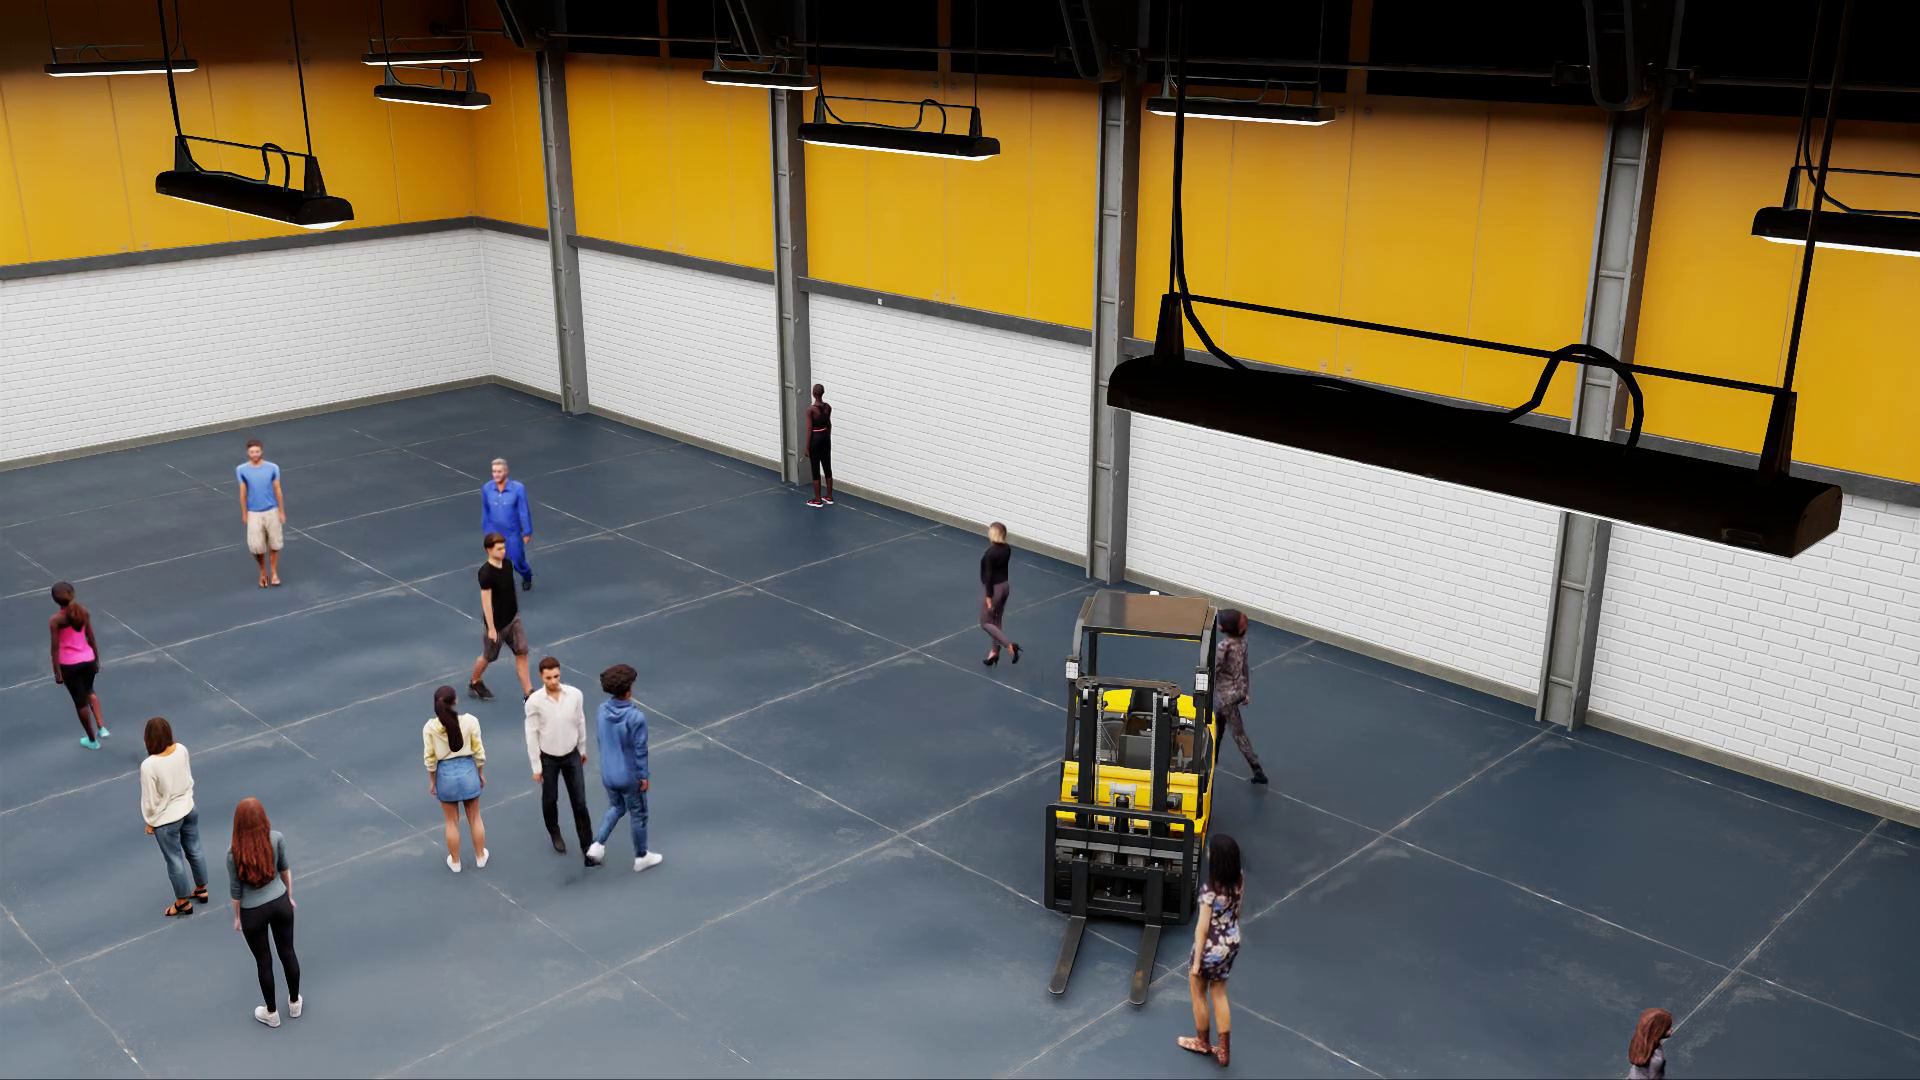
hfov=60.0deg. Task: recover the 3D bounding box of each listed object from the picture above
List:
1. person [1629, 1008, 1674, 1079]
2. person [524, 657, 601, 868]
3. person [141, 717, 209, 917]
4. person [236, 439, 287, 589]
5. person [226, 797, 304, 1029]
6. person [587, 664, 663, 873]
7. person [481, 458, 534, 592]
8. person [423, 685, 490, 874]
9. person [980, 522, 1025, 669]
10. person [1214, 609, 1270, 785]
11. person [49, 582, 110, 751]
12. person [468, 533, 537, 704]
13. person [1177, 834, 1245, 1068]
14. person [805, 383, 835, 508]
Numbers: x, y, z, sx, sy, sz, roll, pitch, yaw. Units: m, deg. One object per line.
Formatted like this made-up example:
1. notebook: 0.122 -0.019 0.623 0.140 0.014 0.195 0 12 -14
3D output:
1. person: 4.288 3.396 10.405 0.574 1.107 0.531 3 19 8
2. person: -3.405 1.813 13.971 0.914 1.831 1.238 -10 21 -27
3. person: -6.218 2.167 13.152 0.678 1.683 0.692 7 20 20
4. person: -8.558 -0.364 20.402 0.743 1.853 0.773 -9 21 -25
5. person: -4.897 2.615 11.727 0.590 1.743 0.555 -15 24 -38
6. person: -2.844 1.921 13.719 0.870 1.788 0.865 13 23 34
7. person: -5.349 -0.099 19.681 1.028 1.811 1.081 1 19 3
8. person: -4.180 1.974 13.810 0.711 1.630 0.678 -7 20 -21
9. person: 0.445 0.622 17.779 0.831 1.658 0.669 13 22 33
10. person: 2.534 1.476 15.221 0.602 1.673 1.143 -15 24 -38
11. person: -8.387 1.220 15.912 0.667 1.716 0.638 12 22 31
12. person: -4.753 0.808 16.958 1.304 1.830 0.993 8 20 22
13. person: 1.746 2.784 11.249 0.633 1.728 0.670 -15 23 -37
14. person: -1.981 -1.352 23.484 0.602 1.758 0.533 -16 24 -39
